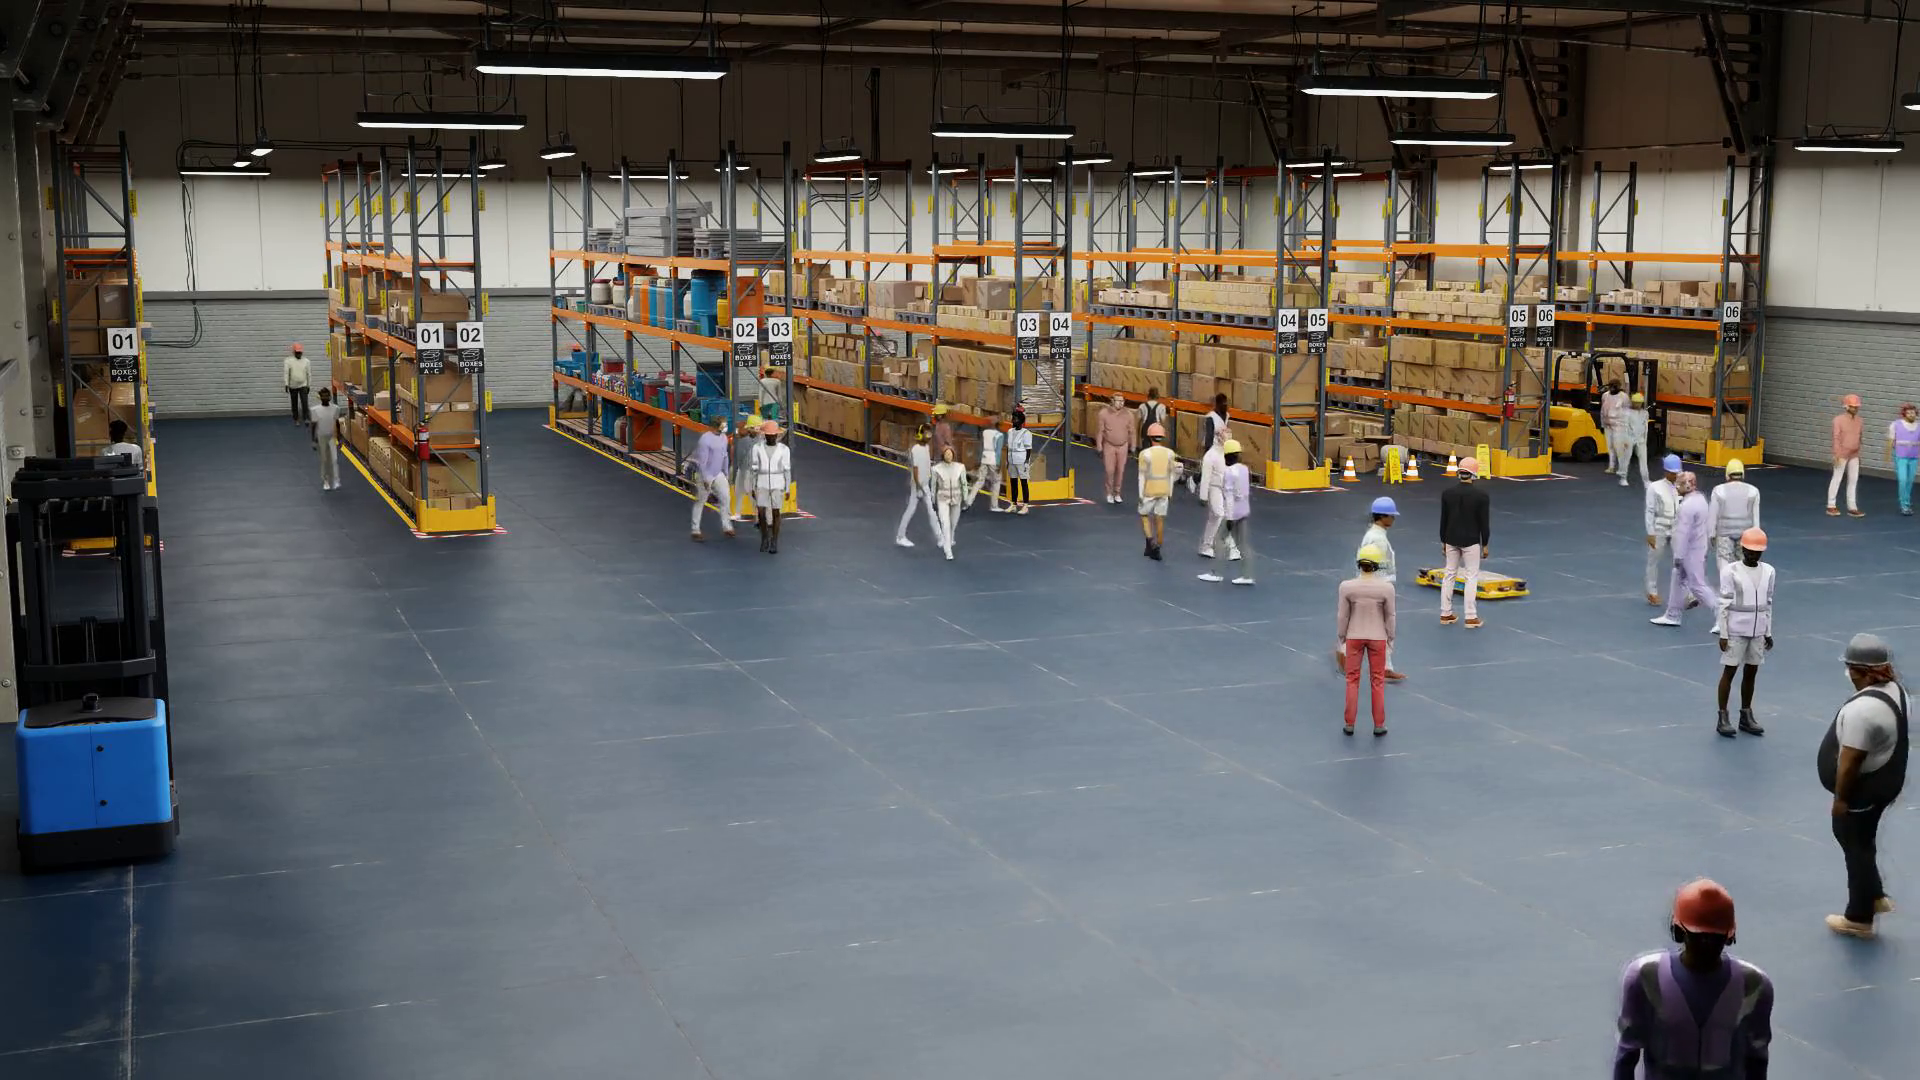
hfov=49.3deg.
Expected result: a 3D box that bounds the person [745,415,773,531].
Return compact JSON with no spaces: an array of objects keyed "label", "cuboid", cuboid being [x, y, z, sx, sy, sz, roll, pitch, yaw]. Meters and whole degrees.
[{"label":"person","cuboid":[-3.092,-1.025,32.145,0.547,1.807,0.599,-1,9,-5]}]

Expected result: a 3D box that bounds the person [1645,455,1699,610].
[{"label":"person","cuboid":[8.680,-0.083,25.555,0.625,1.894,1.001,-1,9,-6]}]

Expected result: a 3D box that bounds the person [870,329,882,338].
[{"label":"person","cuboid":[-2.092,-4.485,54.517,0.894,2.020,0.616,3,9,21]}]

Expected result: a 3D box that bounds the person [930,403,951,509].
[{"label":"person","cuboid":[-0.283,-1.397,34.753,0.420,1.749,0.551,-3,9,-21]}]

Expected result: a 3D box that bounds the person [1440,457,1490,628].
[{"label":"person","cuboid":[5.938,0.016,24.606,0.615,1.984,0.421,8,12,42]}]

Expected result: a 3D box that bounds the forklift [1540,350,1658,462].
[{"label":"forklift","cuboid":[12.897,-2.725,42.309,2.313,2.155,1.214,-3,9,-21]}]

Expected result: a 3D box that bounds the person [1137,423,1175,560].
[{"label":"person","cuboid":[2.747,-0.685,29.459,0.553,1.921,0.397,-2,9,-14]}]

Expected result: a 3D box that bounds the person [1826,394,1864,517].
[{"label":"person","cuboid":[14.367,-1.379,33.898,0.626,1.994,0.402,-3,9,-17]}]

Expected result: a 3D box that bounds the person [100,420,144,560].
[{"label":"person","cuboid":[-11.817,-0.717,29.531,0.361,1.965,0.614,8,11,41]}]

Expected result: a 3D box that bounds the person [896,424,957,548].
[{"label":"person","cuboid":[-0.548,-0.777,30.476,0.997,1.809,0.543,5,10,28]}]

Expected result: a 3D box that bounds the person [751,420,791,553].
[{"label":"person","cuboid":[-2.702,-0.754,29.928,0.584,1.916,0.566,0,9,1]}]

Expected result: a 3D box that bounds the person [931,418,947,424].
[{"label":"person","cuboid":[-0.515,-3.716,49.619,0.635,1.938,0.359,-4,9,-26]}]

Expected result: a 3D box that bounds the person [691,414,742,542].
[{"label":"person","cuboid":[-3.637,-0.926,31.224,0.748,1.892,0.638,6,10,34]}]

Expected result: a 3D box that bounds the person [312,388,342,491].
[{"label":"person","cuboid":[-11.155,-1.763,36.954,0.556,1.823,0.970,-4,9,-26]}]

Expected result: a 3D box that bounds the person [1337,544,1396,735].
[{"label":"person","cuboid":[3.746,0.918,19.302,0.533,1.768,0.311,2,9,14]}]

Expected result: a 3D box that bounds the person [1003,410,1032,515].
[{"label":"person","cuboid":[0.945,-1.263,34.069,0.535,1.697,0.318,8,12,44]}]

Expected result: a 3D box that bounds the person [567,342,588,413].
[{"label":"person","cuboid":[-9.089,-3.789,50.233,0.569,1.896,0.930,8,12,43]}]

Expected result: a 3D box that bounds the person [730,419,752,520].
[{"label":"person","cuboid":[-3.380,-1.128,33.453,0.684,1.610,0.511,-4,9,-23]}]

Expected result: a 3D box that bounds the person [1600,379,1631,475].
[{"label":"person","cuboid":[12.382,-2.141,39.585,0.460,1.818,0.638,-5,10,-30]}]

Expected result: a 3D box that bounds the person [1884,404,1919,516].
[{"label":"person","cuboid":[15.375,-1.297,33.905,0.717,1.805,0.699,0,9,3]}]

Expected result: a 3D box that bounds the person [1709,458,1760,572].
[{"label":"person","cuboid":[9.606,-0.101,25.981,0.598,1.815,0.673,2,9,10]}]

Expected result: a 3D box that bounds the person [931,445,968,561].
[{"label":"person","cuboid":[-0.165,-0.559,29.678,0.508,1.608,0.821,-2,9,-13]}]

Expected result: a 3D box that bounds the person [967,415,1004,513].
[{"label":"person","cuboid":[0.433,-1.240,34.212,0.601,1.614,0.537,-7,11,-41]}]

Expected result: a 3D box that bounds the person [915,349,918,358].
[{"label":"person","cuboid":[-1.091,-3.579,49.060,0.672,1.838,0.738,-1,9,-7]}]

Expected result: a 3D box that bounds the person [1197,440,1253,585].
[{"label":"person","cuboid":[3.493,-0.365,27.394,0.845,1.891,0.626,6,10,34]}]

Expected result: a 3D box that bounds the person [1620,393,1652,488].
[{"label":"person","cuboid":[12.128,-1.783,37.547,0.505,1.692,0.916,-1,9,-8]}]

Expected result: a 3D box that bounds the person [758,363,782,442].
[{"label":"person","cuboid":[-4.087,-2.953,45.227,0.534,1.731,0.842,-3,9,-20]}]

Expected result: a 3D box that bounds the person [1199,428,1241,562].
[{"label":"person","cuboid":[3.738,-0.636,29.352,0.956,1.859,0.656,7,11,38]}]

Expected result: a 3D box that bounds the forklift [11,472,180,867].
[{"label":"forklift","cuboid":[-6.630,0.886,15.957,1.129,2.768,1.873,-3,9,-21]}]

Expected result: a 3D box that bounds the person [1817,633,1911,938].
[{"label":"person","cuboid":[5.936,1.622,13.834,0.536,2.000,0.716,8,12,43]}]

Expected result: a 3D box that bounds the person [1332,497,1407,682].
[{"label":"person","cuboid":[4.231,0.512,21.444,0.691,1.930,0.621,2,9,12]}]

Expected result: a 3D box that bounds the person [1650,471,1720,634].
[{"label":"person","cuboid":[8.552,0.128,24.288,0.924,1.864,0.649,5,10,28]}]

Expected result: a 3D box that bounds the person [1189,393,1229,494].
[{"label":"person","cuboid":[4.255,-1.579,35.667,0.782,1.874,0.597,5,10,32]}]

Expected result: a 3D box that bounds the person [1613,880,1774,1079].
[{"label":"person","cuboid":[3.072,2.363,8.844,0.621,2.023,0.856,2,9,13]}]

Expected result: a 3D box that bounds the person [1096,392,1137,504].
[{"label":"person","cuboid":[2.663,-1.547,35.345,0.673,1.877,0.732,-2,9,-11]}]

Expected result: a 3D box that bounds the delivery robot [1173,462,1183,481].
[{"label":"delivery robot","cuboid":[3.725,-1.324,38.097,0.477,0.478,0.707,-7,11,-39]}]

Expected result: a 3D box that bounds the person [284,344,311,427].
[{"label":"person","cuboid":[-15.482,-3.613,48.971,0.626,1.936,1.071,-4,9,-22]}]

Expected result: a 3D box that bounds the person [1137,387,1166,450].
[{"label":"person","cuboid":[3.450,-1.864,37.826,0.538,1.786,1.001,2,9,10]}]

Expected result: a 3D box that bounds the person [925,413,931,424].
[{"label":"person","cuboid":[-0.658,-3.387,47.820,0.625,1.815,0.436,-4,10,-27]}]

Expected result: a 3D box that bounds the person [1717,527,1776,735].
[{"label":"person","cuboid":[7.254,0.836,19.286,0.548,1.934,0.375,-2,9,-12]}]

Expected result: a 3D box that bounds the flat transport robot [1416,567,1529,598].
[{"label":"flat transport robot","cuboid":[6.590,0.535,26.952,0.652,0.197,1.431,-4,10,-27]}]
